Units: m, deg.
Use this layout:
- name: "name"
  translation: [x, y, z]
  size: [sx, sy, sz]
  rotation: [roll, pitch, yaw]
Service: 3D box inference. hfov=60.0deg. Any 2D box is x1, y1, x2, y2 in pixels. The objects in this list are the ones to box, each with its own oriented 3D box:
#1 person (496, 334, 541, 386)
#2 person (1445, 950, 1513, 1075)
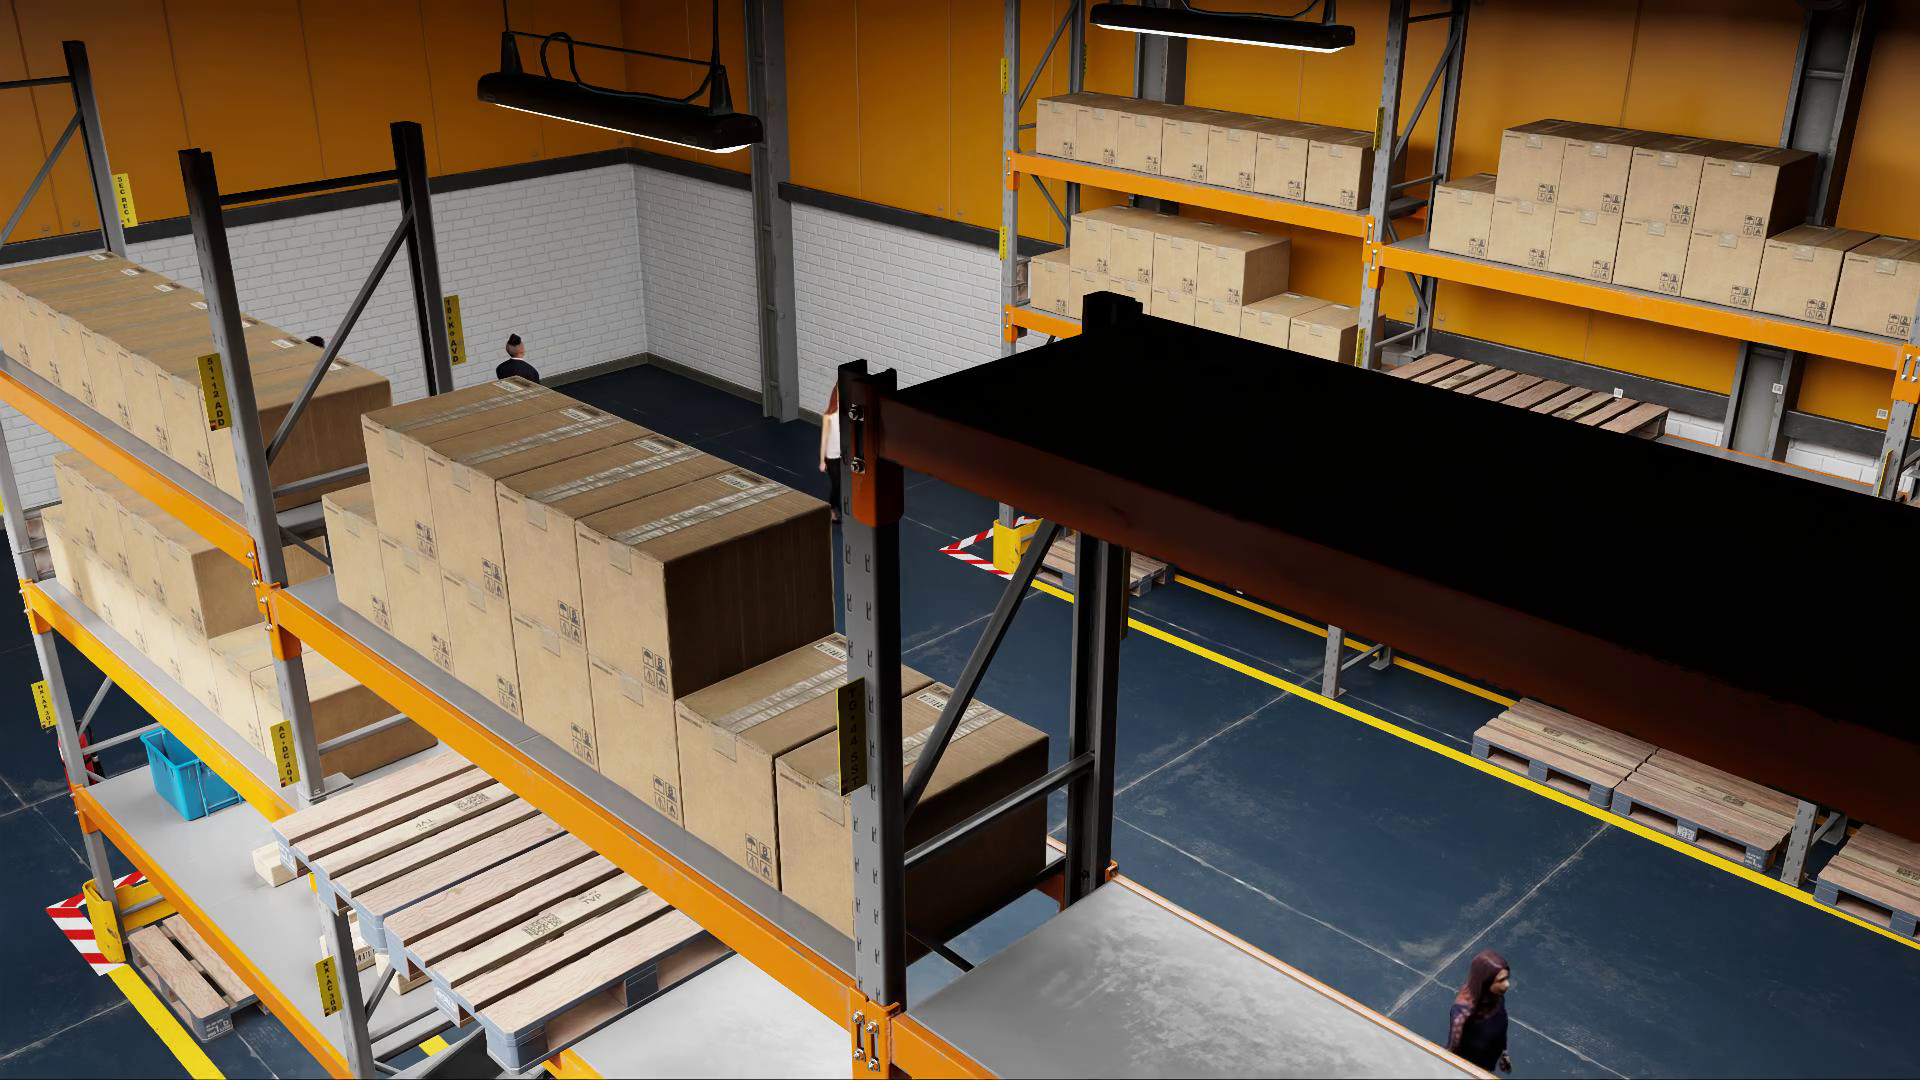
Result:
- name: "person"
  translation: [-4.960, -1.421, 18.870]
  size: [0.705, 1.949, 0.850]
  rotation: [8, 25, 18]
- name: "person"
  translation: [2.812, 2.954, 9.320]
  size: [0.875, 1.582, 0.627]
  rotation: [19, 30, 37]
